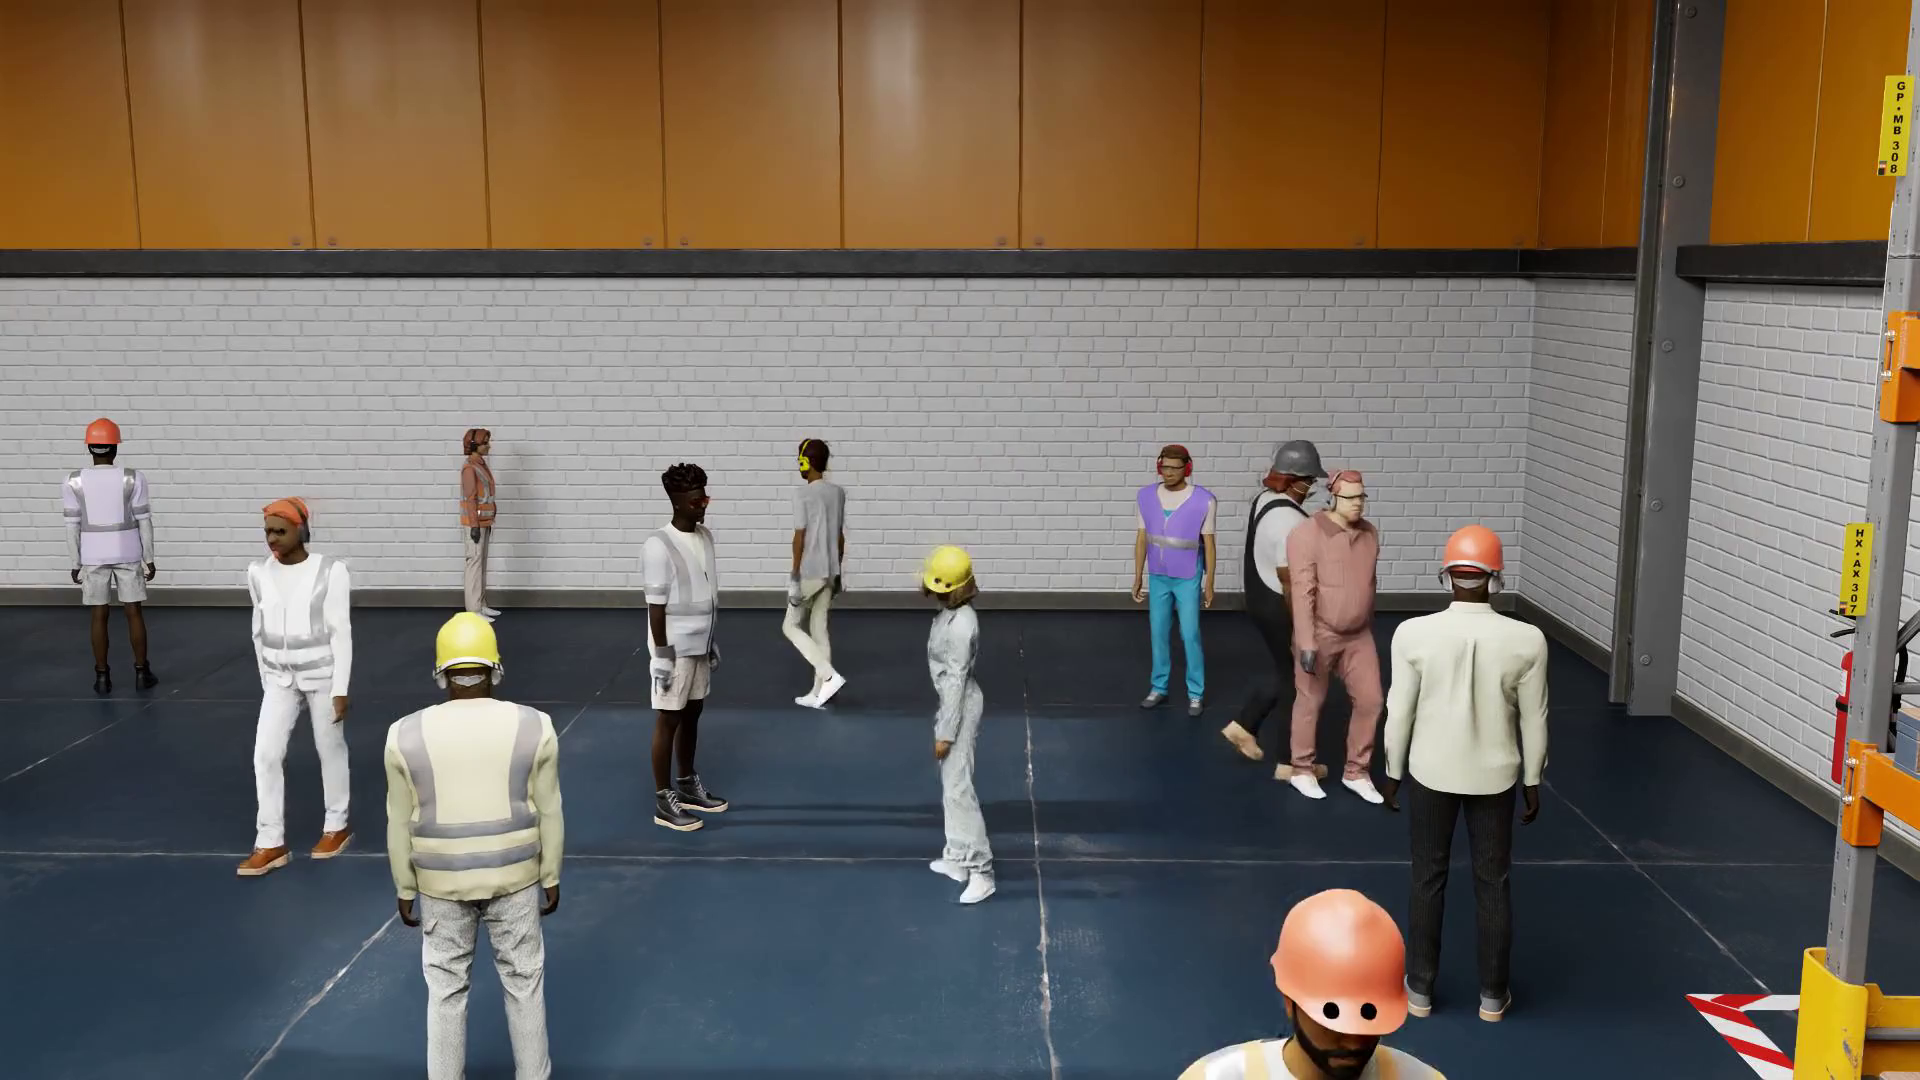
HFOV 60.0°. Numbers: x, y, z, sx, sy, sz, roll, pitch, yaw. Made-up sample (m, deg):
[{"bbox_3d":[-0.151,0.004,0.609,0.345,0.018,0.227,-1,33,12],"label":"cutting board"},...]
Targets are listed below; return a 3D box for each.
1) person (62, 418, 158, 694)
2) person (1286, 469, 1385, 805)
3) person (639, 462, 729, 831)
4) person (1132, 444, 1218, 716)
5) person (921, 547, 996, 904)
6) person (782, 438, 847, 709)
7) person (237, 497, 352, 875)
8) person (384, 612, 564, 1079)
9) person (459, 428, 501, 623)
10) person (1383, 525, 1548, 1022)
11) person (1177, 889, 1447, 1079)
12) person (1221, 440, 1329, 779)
[{"bbox_3d":[-5.970,0.112,11.710,0.551,1.936,0.356,-4,10,-22],"label":"person"},{"bbox_3d":[2.120,0.552,9.249,0.657,1.885,0.689,-4,10,-24],"label":"person"},{"bbox_3d":[-1.482,0.555,8.969,0.374,1.966,0.607,4,10,21],"label":"person"},{"bbox_3d":[1.453,0.259,11.179,0.568,1.831,0.401,6,11,33],"label":"person"},{"bbox_3d":[-0.014,0.860,7.943,0.345,1.705,0.615,0,9,-2],"label":"person"},{"bbox_3d":[-0.972,0.244,11.186,0.433,1.845,0.538,7,12,36],"label":"person"},{"bbox_3d":[-3.292,0.731,8.221,0.596,1.857,0.793,1,10,8],"label":"person"},{"bbox_3d":[-1.681,1.158,5.805,0.590,1.823,0.405,-3,10,-15],"label":"person"},{"bbox_3d":[-4.060,-0.126,14.030,0.310,1.638,0.522,-1,10,-5],"label":"person"},{"bbox_3d":[2.009,0.930,6.643,0.625,1.990,0.389,2,10,12],"label":"person"},{"bbox_3d":[0.643,1.561,3.075,0.583,1.918,0.497,-1,10,-6],"label":"person"},{"bbox_3d":[1.924,0.395,9.707,0.565,2.000,0.707,-1,10,-5],"label":"person"}]
